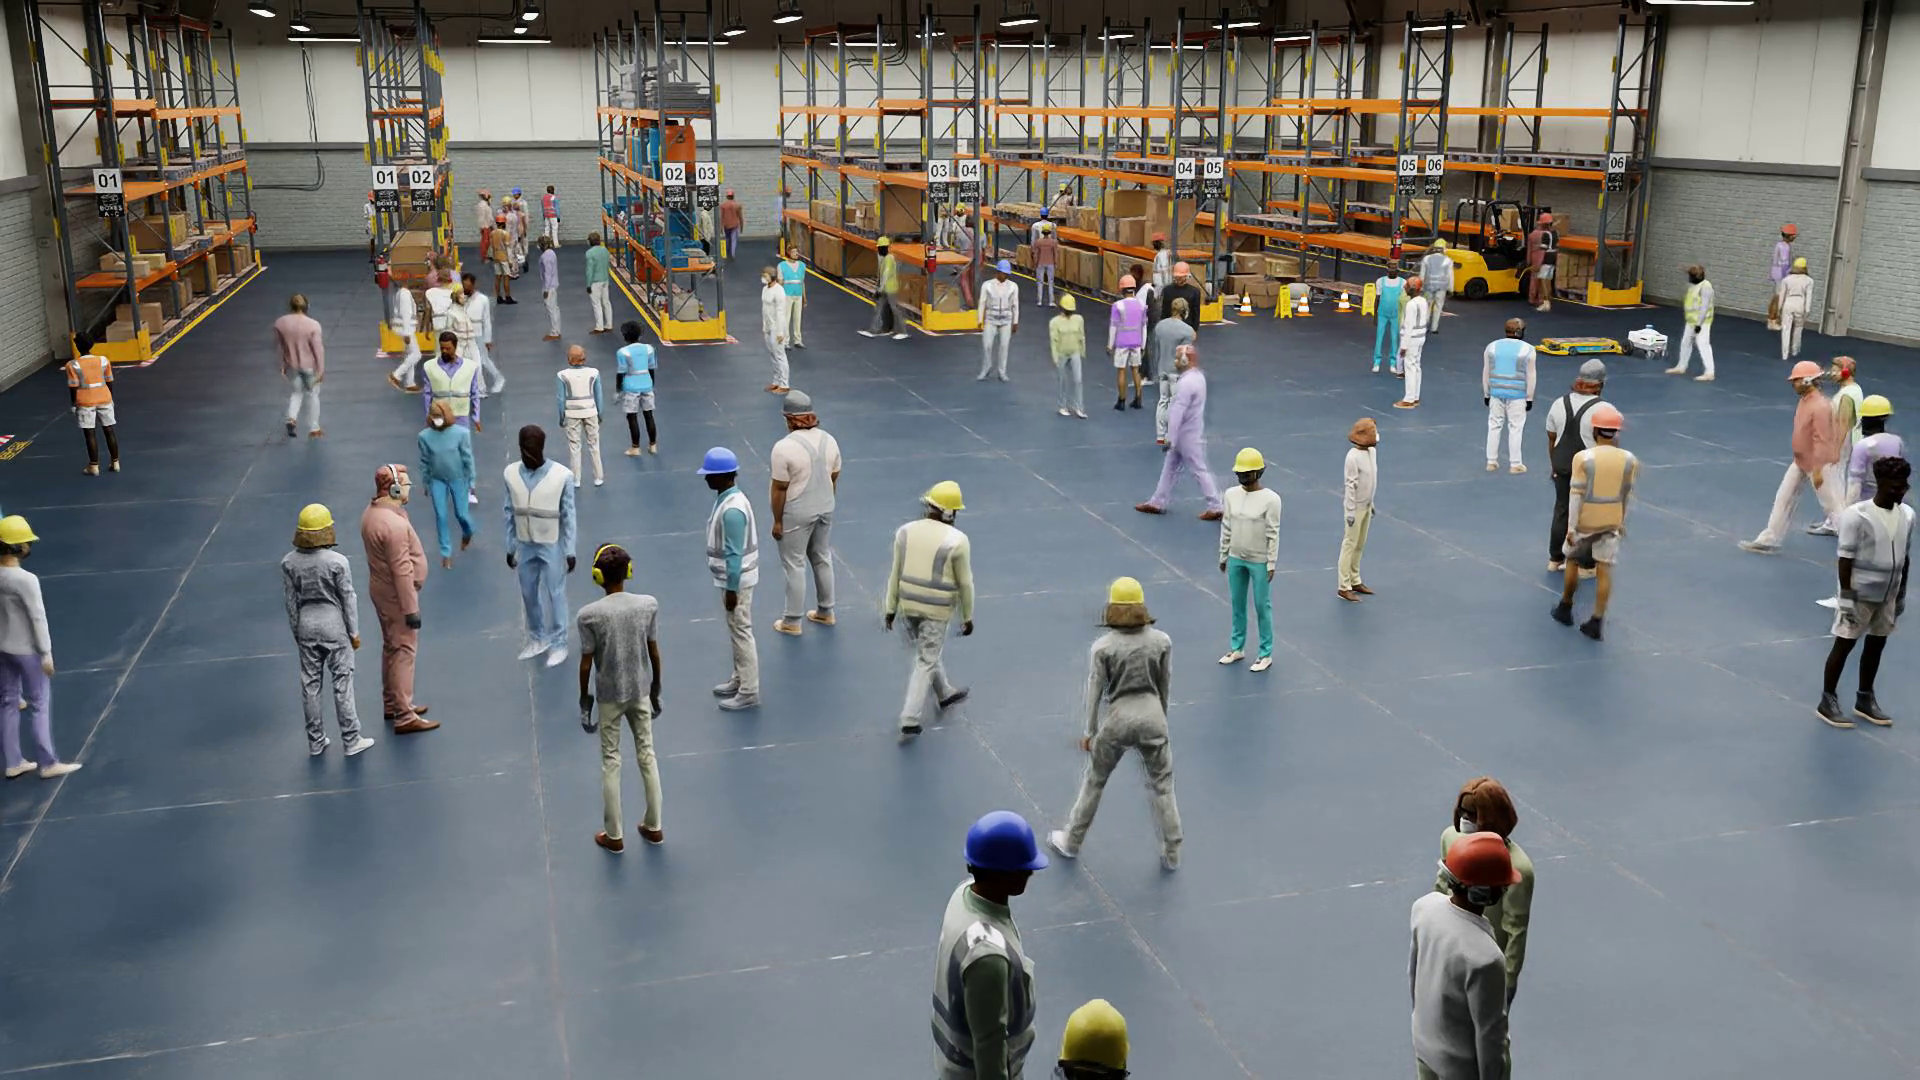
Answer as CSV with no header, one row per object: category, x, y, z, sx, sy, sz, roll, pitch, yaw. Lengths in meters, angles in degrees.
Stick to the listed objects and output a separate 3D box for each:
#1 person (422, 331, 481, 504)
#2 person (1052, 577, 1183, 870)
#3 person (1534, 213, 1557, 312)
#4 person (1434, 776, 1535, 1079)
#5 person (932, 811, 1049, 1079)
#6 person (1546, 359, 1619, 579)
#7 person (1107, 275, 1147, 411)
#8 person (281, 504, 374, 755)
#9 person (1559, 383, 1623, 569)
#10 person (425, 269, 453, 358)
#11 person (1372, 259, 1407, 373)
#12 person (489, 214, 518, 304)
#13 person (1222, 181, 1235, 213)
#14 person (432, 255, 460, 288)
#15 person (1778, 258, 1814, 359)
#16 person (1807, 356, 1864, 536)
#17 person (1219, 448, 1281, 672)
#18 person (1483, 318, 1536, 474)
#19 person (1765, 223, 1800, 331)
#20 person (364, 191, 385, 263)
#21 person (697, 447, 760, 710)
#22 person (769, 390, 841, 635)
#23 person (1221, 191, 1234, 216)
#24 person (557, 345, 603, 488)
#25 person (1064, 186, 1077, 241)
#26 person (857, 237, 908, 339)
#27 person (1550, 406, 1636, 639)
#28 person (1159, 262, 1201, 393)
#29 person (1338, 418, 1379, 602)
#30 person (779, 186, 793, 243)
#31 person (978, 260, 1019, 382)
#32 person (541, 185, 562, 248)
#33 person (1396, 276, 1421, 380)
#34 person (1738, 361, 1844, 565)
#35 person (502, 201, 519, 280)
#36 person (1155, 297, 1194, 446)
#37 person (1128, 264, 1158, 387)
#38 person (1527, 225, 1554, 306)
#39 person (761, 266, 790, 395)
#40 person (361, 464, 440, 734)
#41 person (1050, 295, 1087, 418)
person,-5.551,-1.337,18.212,0.587,1.915,0.393,-5,16,-19
person,0.914,1.061,9.624,0.697,1.702,0.499,-2,15,-8
person,12.276,-5.801,34.771,0.512,2.044,0.822,12,19,38
person,2.196,1.770,7.075,0.280,1.624,0.493,-9,17,-30
person,0.106,1.888,6.042,0.413,1.940,0.601,-1,15,-5
person,5.814,-0.676,15.480,0.535,2.000,0.695,-10,18,-34
person,2.384,-2.810,23.716,0.553,1.934,0.376,-6,16,-22
person,-4.281,0.606,11.226,0.487,1.744,0.297,1,15,5
person,5.866,-0.619,15.527,0.398,1.908,0.598,-8,17,-28
person,-7.900,-3.244,25.549,0.599,1.824,0.570,-5,16,-18
person,6.956,-3.623,26.944,0.505,1.846,0.346,3,15,12
person,-9.899,-6.074,35.990,0.547,1.938,0.379,8,17,28
person,8.072,-9.840,50.181,0.612,1.932,0.460,-13,20,-41
person,-8.354,-3.658,26.952,0.736,1.907,0.647,3,15,10
person,14.338,-3.984,28.569,0.510,1.691,0.887,9,17,30
person,8.965,-0.952,16.928,0.408,1.831,0.574,8,17,27
person,2.239,0.147,12.931,0.527,1.761,0.328,14,20,42
person,6.525,-1.712,19.770,0.624,1.841,0.430,12,19,38
person,15.793,-5.044,31.914,0.390,2.041,0.615,4,15,15
person,-15.830,-8.468,45.018,0.542,1.930,0.367,-2,15,-8
person,-1.676,0.271,12.123,0.421,1.937,0.609,-4,15,-14
person,-1.335,-0.253,13.888,0.539,2.000,0.689,13,20,41
person,7.432,-8.880,46.708,0.508,1.860,0.503,-4,15,-15
person,-4.326,-1.405,18.990,0.512,1.642,0.311,-6,16,-20
person,3.227,-9.629,49.585,0.522,1.833,0.365,2,15,7
person,-1.402,-4.637,30.711,0.958,1.871,0.594,-3,15,-12
person,5.266,-0.179,13.867,0.562,1.902,0.850,-1,15,-3
person,3.297,-3.180,24.993,0.611,1.994,0.379,7,17,26
person,3.553,-0.279,14.761,0.274,1.636,0.507,11,18,35
person,-5.012,-9.223,47.895,0.485,1.914,0.569,-8,17,-27
person,0.602,-3.429,26.054,0.639,1.926,0.510,-2,15,-9
person,-12.197,-9.653,49.671,0.624,1.835,0.431,7,17,26
person,7.125,-3.360,26.381,0.284,1.628,0.502,-8,17,-27
person,8.215,-0.744,15.989,0.986,1.931,0.667,2,15,7
person,-11.085,-7.361,40.894,0.410,1.909,0.642,0,15,0
person,2.726,-2.109,21.099,0.385,1.929,0.635,-11,18,-36
person,2.749,-3.294,25.623,0.689,1.888,0.675,-7,16,-25
person,12.473,-5.961,35.659,0.455,1.891,0.656,-12,19,-37
person,-2.799,-3.163,25.064,0.379,1.930,0.627,-7,16,-25
person,-3.943,0.401,11.711,0.400,1.899,0.652,-9,17,-29
person,1.523,-2.538,23.098,0.564,1.711,0.781,-3,15,-12
